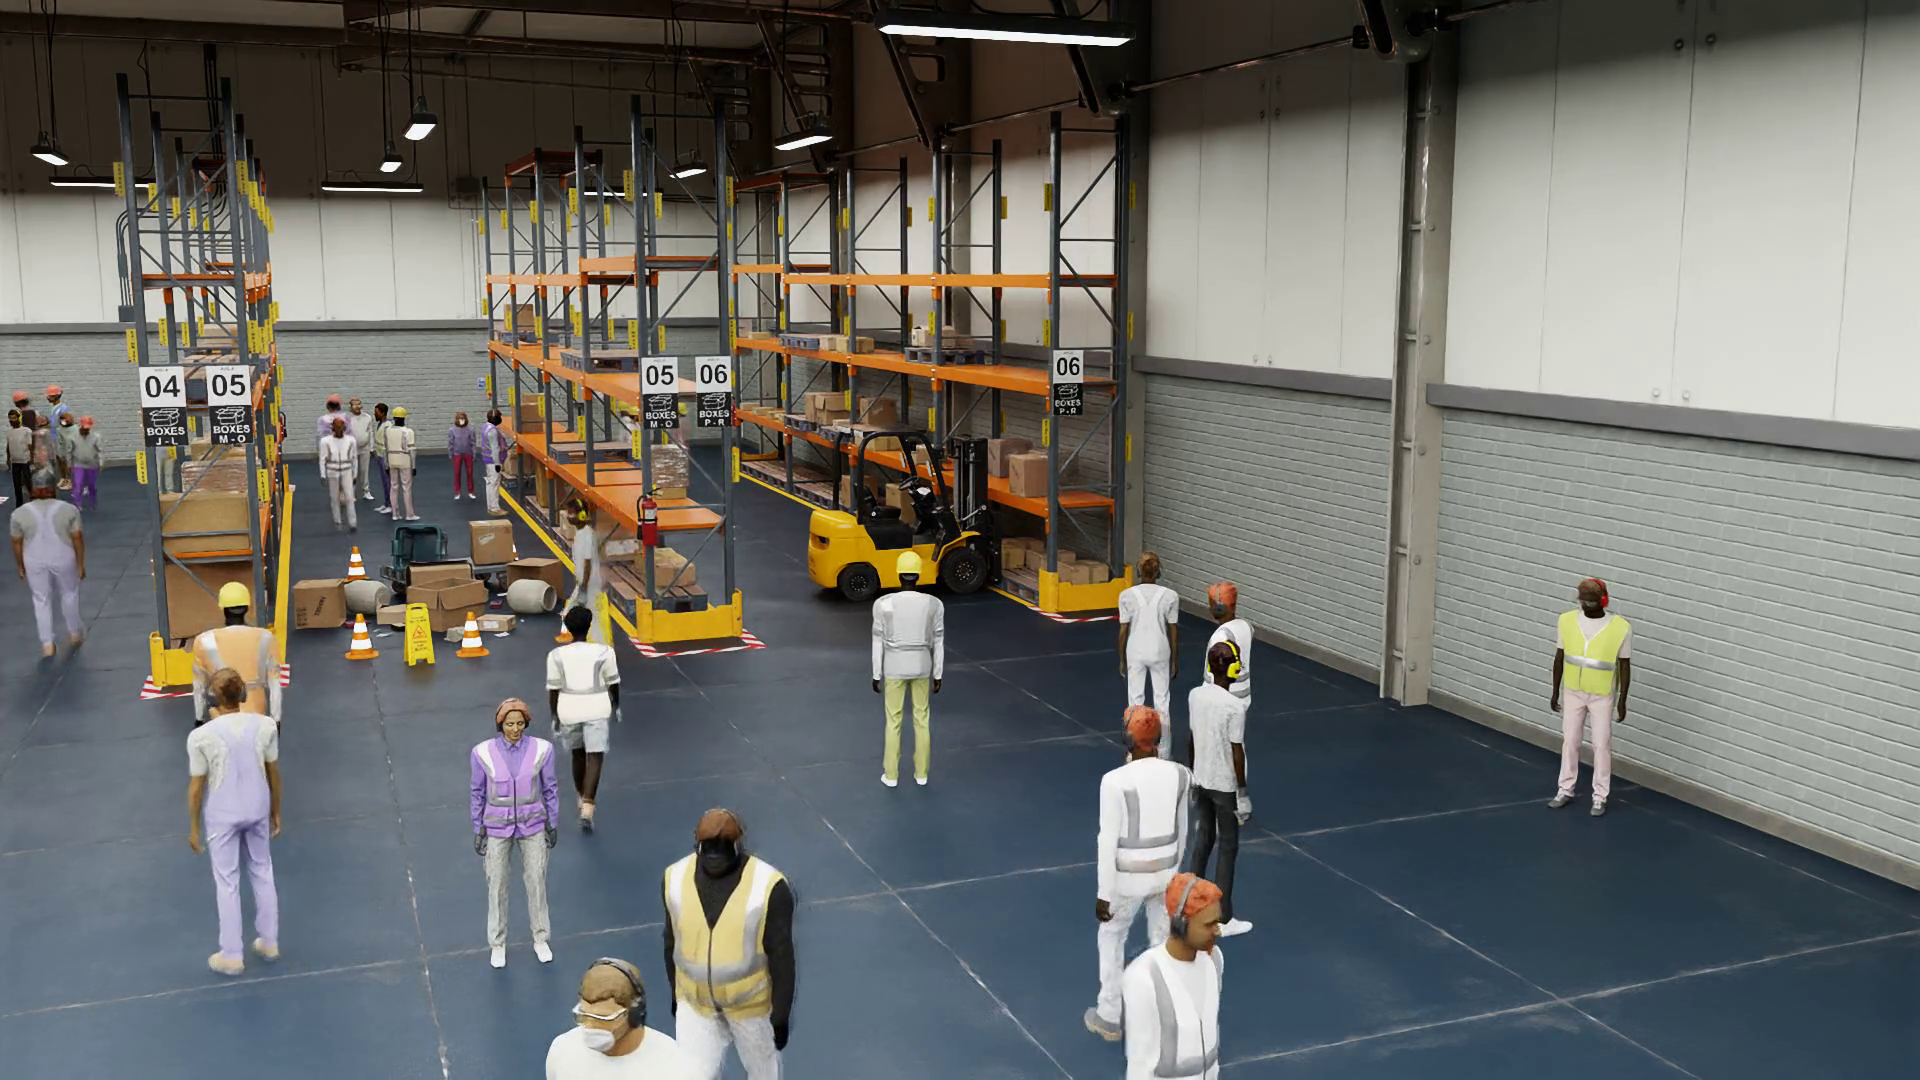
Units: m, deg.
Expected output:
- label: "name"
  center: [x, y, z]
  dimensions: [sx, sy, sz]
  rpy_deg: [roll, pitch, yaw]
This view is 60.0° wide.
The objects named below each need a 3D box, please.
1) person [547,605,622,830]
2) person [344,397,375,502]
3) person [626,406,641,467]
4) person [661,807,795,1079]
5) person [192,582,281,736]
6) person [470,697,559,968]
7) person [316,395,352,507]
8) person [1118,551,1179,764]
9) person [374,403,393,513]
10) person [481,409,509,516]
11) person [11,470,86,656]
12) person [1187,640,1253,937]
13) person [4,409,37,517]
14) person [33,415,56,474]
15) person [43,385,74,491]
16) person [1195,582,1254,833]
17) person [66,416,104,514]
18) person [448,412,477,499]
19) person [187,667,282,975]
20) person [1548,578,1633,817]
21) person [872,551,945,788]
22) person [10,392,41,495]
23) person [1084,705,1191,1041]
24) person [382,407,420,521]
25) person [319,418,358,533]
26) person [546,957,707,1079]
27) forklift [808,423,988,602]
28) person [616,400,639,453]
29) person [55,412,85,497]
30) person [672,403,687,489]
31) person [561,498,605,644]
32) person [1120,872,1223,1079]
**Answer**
- label: "person"
  center: [-2.841, 1.320, 12.524]
  dimensions: [0.530, 1.665, 0.830]
  rpy_deg: [0, 9, 1]
- label: "person"
  center: [-11.060, -1.664, 30.540]
  dimensions: [0.643, 1.909, 0.409]
  rpy_deg: [-9, 12, -43]
- label: "person"
  center: [-5.947, -1.573, 30.444]
  dimensions: [0.337, 1.757, 0.518]
  rpy_deg: [2, 9, 12]
- label: "person"
  center: [-1.042, 2.066, 7.453]
  dimensions: [0.644, 1.789, 0.978]
  rpy_deg: [1, 9, 9]
- label: "person"
  center: [-5.300, 1.251, 12.264]
  dimensions: [0.583, 1.894, 0.944]
  rpy_deg: [-7, 11, -37]
- label: "person"
  center: [-2.662, 1.742, 9.971]
  dimensions: [0.514, 1.634, 0.313]
  rpy_deg: [-3, 10, -18]
- label: "person"
  center: [-11.275, -1.622, 30.084]
  dimensions: [0.684, 1.977, 1.015]
  rpy_deg: [-9, 12, -43]
- label: "person"
  center: [1.570, 1.007, 13.920]
  dimensions: [0.506, 1.846, 0.349]
  rpy_deg: [1, 9, 7]
- label: "person"
  center: [-10.031, -1.432, 29.047]
  dimensions: [0.391, 1.920, 0.593]
  rpy_deg: [-6, 11, -34]
- label: "person"
  center: [-8.033, -1.346, 28.743]
  dimensions: [0.429, 1.842, 0.629]
  rpy_deg: [-4, 10, -25]
- label: "person"
  center: [-10.026, 0.204, 18.366]
  dimensions: [0.702, 2.000, 0.957]
  rpy_deg: [-4, 10, -22]
- label: "person"
  center: [1.627, 1.553, 10.466]
  dimensions: [0.326, 1.855, 0.524]
  rpy_deg: [-5, 10, -30]
- label: "person"
  center: [-16.115, -1.316, 28.522]
  dimensions: [0.508, 1.861, 0.328]
  rpy_deg: [1, 9, 5]
- label: "person"
  center: [-16.557, -1.443, 30.046]
  dimensions: [0.658, 1.617, 0.365]
  rpy_deg: [8, 12, 40]
- label: "person"
  center: [-17.336, -1.959, 31.976]
  dimensions: [0.615, 2.039, 0.388]
  rpy_deg: [7, 11, 36]
- label: "person"
  center: [1.967, 1.238, 12.338]
  dimensions: [0.355, 1.887, 0.573]
  rpy_deg: [5, 11, 31]
- label: "person"
  center: [-15.298, -1.333, 29.097]
  dimensions: [0.577, 1.715, 0.805]
  rpy_deg: [-5, 10, -31]
- label: "person"
  center: [-9.198, -1.559, 30.771]
  dimensions: [0.499, 1.628, 0.287]
  rpy_deg: [-3, 10, -18]
- label: "person"
  center: [-4.307, 1.655, 9.880]
  dimensions: [0.525, 1.837, 0.388]
  rpy_deg: [-8, 12, -40]
- label: "person"
  center: [4.841, 1.188, 12.778]
  dimensions: [0.572, 1.843, 0.373]
  rpy_deg: [7, 12, 38]
- label: "person"
  center: [-0.422, 1.048, 13.452]
  dimensions: [0.587, 1.921, 0.388]
  rpy_deg: [-2, 9, -11]
- label: "person"
  center: [-17.400, -1.778, 31.036]
  dimensions: [1.146, 1.973, 0.623]
  rpy_deg: [8, 12, 40]
- label: "person"
  center: [0.929, 1.797, 8.878]
  dimensions: [0.630, 1.862, 0.764]
  rpy_deg: [-5, 10, -29]
- label: "person"
  center: [-9.433, -1.276, 28.035]
  dimensions: [0.589, 1.928, 0.384]
  rpy_deg: [2, 9, 12]
- label: "person"
  center: [-9.981, -1.028, 26.764]
  dimensions: [0.598, 1.832, 0.986]
  rpy_deg: [-4, 10, -25]
- label: "person"
  center: [-1.107, 2.296, 5.547]
  dimensions: [0.627, 1.933, 0.367]
  rpy_deg: [4, 10, 26]
- label: "forklift"
  center: [-0.830, -0.399, 21.676]
  dimensions: [2.313, 2.155, 1.214]
  rpy_deg: [-4, 10, -21]
- label: "person"
  center: [-6.308, -1.771, 31.605]
  dimensions: [0.445, 1.788, 0.610]
  rpy_deg: [2, 9, 15]
- label: "person"
  center: [-16.580, -1.602, 31.075]
  dimensions: [0.524, 1.603, 0.432]
  rpy_deg: [-1, 9, -5]
- label: "person"
  center: [-5.384, -1.774, 31.832]
  dimensions: [0.364, 1.720, 0.666]
  rpy_deg: [-1, 9, -9]
- label: "person"
  center: [-3.922, 0.484, 17.217]
  dimensions: [0.575, 1.845, 0.551]
  rpy_deg: [-4, 10, -25]
- label: "person"
  center: [0.771, 2.180, 6.500]
  dimensions: [0.588, 1.861, 0.741]
  rpy_deg: [-8, 12, -42]
